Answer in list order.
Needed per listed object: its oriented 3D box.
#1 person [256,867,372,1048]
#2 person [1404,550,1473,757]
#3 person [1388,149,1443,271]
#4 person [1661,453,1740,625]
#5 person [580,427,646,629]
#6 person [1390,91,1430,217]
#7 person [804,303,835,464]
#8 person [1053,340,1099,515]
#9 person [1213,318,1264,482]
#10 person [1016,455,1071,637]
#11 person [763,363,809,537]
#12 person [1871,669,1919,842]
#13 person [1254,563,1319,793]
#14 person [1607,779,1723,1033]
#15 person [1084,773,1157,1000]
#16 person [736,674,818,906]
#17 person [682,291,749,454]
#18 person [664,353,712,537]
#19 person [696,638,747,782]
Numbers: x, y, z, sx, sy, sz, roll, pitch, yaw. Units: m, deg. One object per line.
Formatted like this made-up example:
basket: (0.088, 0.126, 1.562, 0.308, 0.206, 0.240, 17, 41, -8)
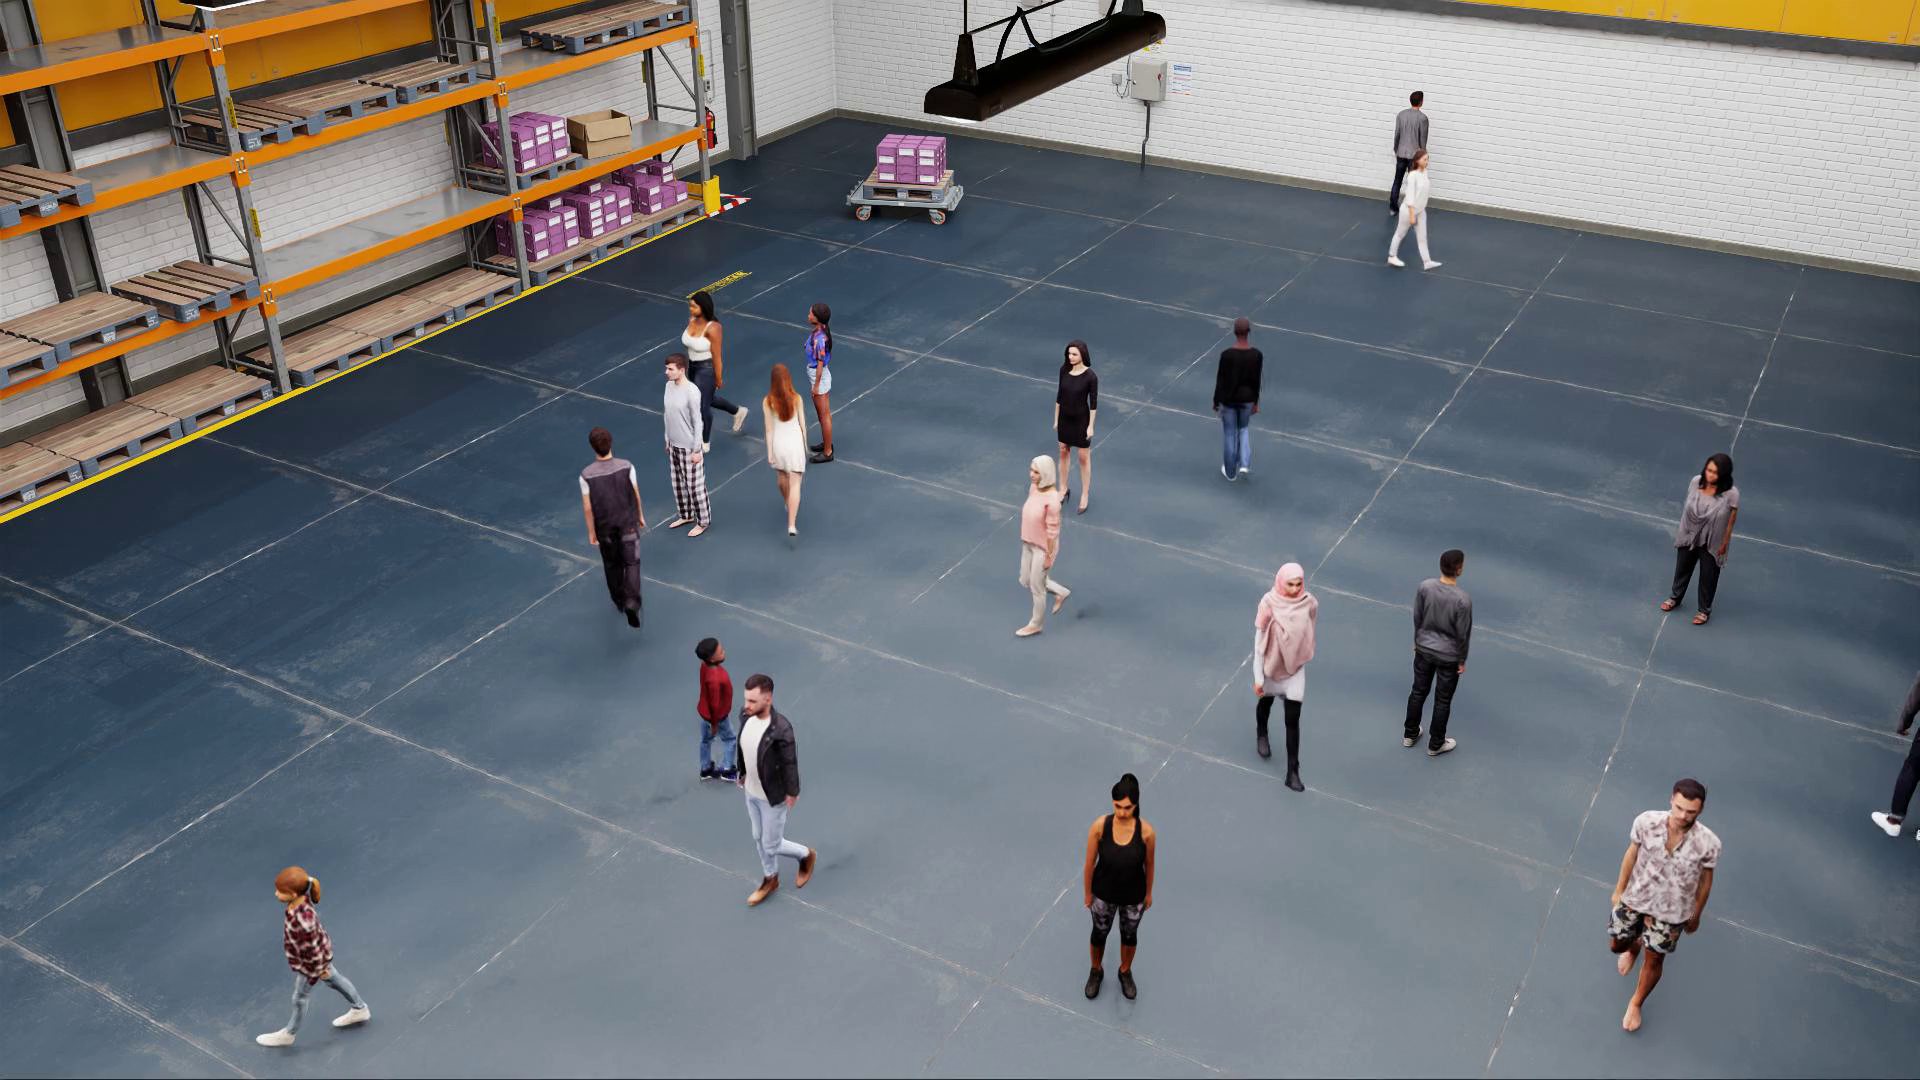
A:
person: (-3.911, 2.534, 10.216, 0.966, 1.270, 0.845, -12, 31, -21)
person: (3.680, 0.857, 12.777, 0.656, 1.761, 0.603, 23, 36, 35)
person: (6.115, -4.508, 22.730, 1.035, 1.649, 0.867, -25, 37, -38)
person: (6.546, -0.049, 14.603, 0.773, 1.603, 0.732, -22, 35, -34)
person: (-2.978, -0.084, 14.433, 1.050, 1.828, 1.115, -7, 29, -12)
person: (6.697, -5.742, 24.758, 0.724, 1.874, 0.663, 22, 36, 35)
person: (-1.455, -1.663, 17.416, 0.728, 1.743, 0.627, -1, 29, -3)
person: (1.138, -1.127, 16.366, 0.617, 1.807, 0.523, 20, 34, 32)
person: (2.842, -1.382, 16.909, 0.744, 1.734, 0.797, -4, 29, -8)
person: (0.762, 0.041, 14.326, 0.932, 1.712, 0.822, -15, 32, -25)
person: (-1.656, -0.838, 15.977, 0.944, 1.674, 1.232, 1, 29, 1)
person: (7.036, 1.394, 11.777, 0.623, 1.777, 0.794, -21, 35, -33)
person: (2.386, 0.945, 12.615, 1.028, 1.762, 1.196, -2, 29, -3)
person: (4.341, 2.176, 10.316, 0.717, 1.802, 0.845, 18, 34, 30)
person: (1.002, 2.181, 10.452, 0.658, 1.663, 0.656, 1, 29, 2)
person: (-1.247, 1.645, 11.264, 0.848, 1.827, 0.767, -25, 38, -38)
person: (-2.627, -1.804, 17.633, 1.182, 1.783, 0.920, -21, 35, -33)
person: (-2.640, -0.933, 15.971, 0.669, 1.846, 0.596, 23, 36, 36)
person: (-1.909, 1.296, 12.513, 0.681, 1.244, 0.623, -13, 31, -22)
